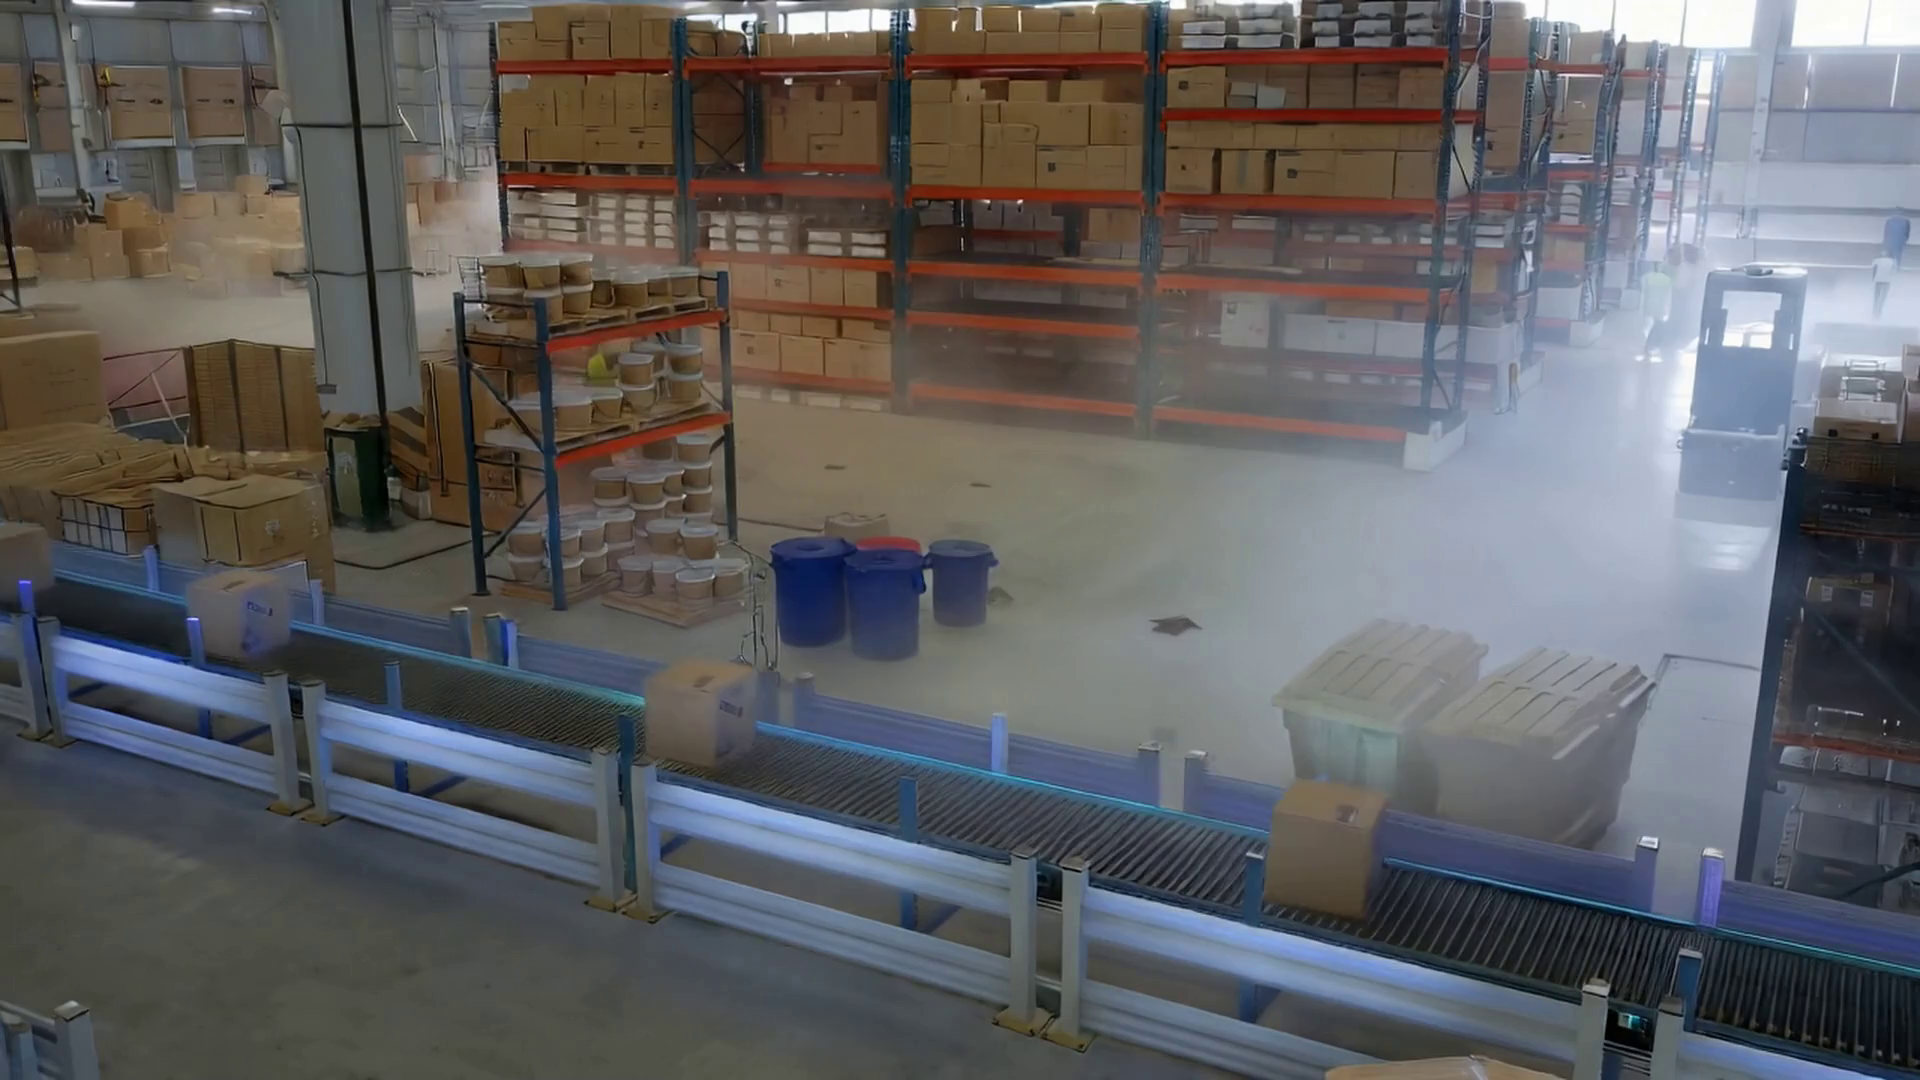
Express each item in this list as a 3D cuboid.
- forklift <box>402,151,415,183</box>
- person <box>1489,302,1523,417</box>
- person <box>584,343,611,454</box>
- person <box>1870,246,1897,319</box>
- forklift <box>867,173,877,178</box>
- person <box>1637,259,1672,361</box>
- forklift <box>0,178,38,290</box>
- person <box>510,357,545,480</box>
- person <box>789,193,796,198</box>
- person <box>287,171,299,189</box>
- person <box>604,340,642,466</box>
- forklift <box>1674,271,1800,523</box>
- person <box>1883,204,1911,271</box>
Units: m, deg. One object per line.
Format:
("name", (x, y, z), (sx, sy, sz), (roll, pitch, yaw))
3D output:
("forklift", (-21.377, -13.658, 64.445), (1.873, 2.768, 1.129), (0, 15, 1))
("person", (8.459, -2.800, 25.763), (0.533, 1.767, 0.326), (-9, 17, -29))
("person", (-5.054, -2.003, 22.943), (0.512, 1.675, 0.536), (-1, 15, -4))
("person", (20.630, -5.767, 37.225), (0.494, 1.605, 0.788), (12, 19, 38))
("forklift", (-2.871, -11.646, 56.880), (1.873, 2.768, 1.129), (-8, 17, -27))
("person", (13.038, -4.304, 31.170), (0.399, 1.900, 0.645), (-9, 17, -29))
("forklift", (-24.798, -7.829, 42.532), (1.873, 2.768, 1.129), (8, 17, 28))
("person", (-5.497, -1.543, 21.316), (0.473, 1.613, 0.517), (7, 16, 24))
("person", (-5.813, -11.149, 57.322), (0.542, 1.680, 0.651), (5, 16, 18))
("person", (-27.211, -14.118, 68.019), (0.586, 1.919, 0.399), (-13, 19, -40))
("person", (-3.990, -1.393, 20.001), (0.703, 2.017, 0.604), (12, 19, 37))
("forklift", (9.269, -1.763, 19.726), (1.129, 2.768, 1.873), (8, 17, 27))
("person", (26.653, -8.608, 47.356), (0.644, 1.890, 0.511), (8, 17, 27))
